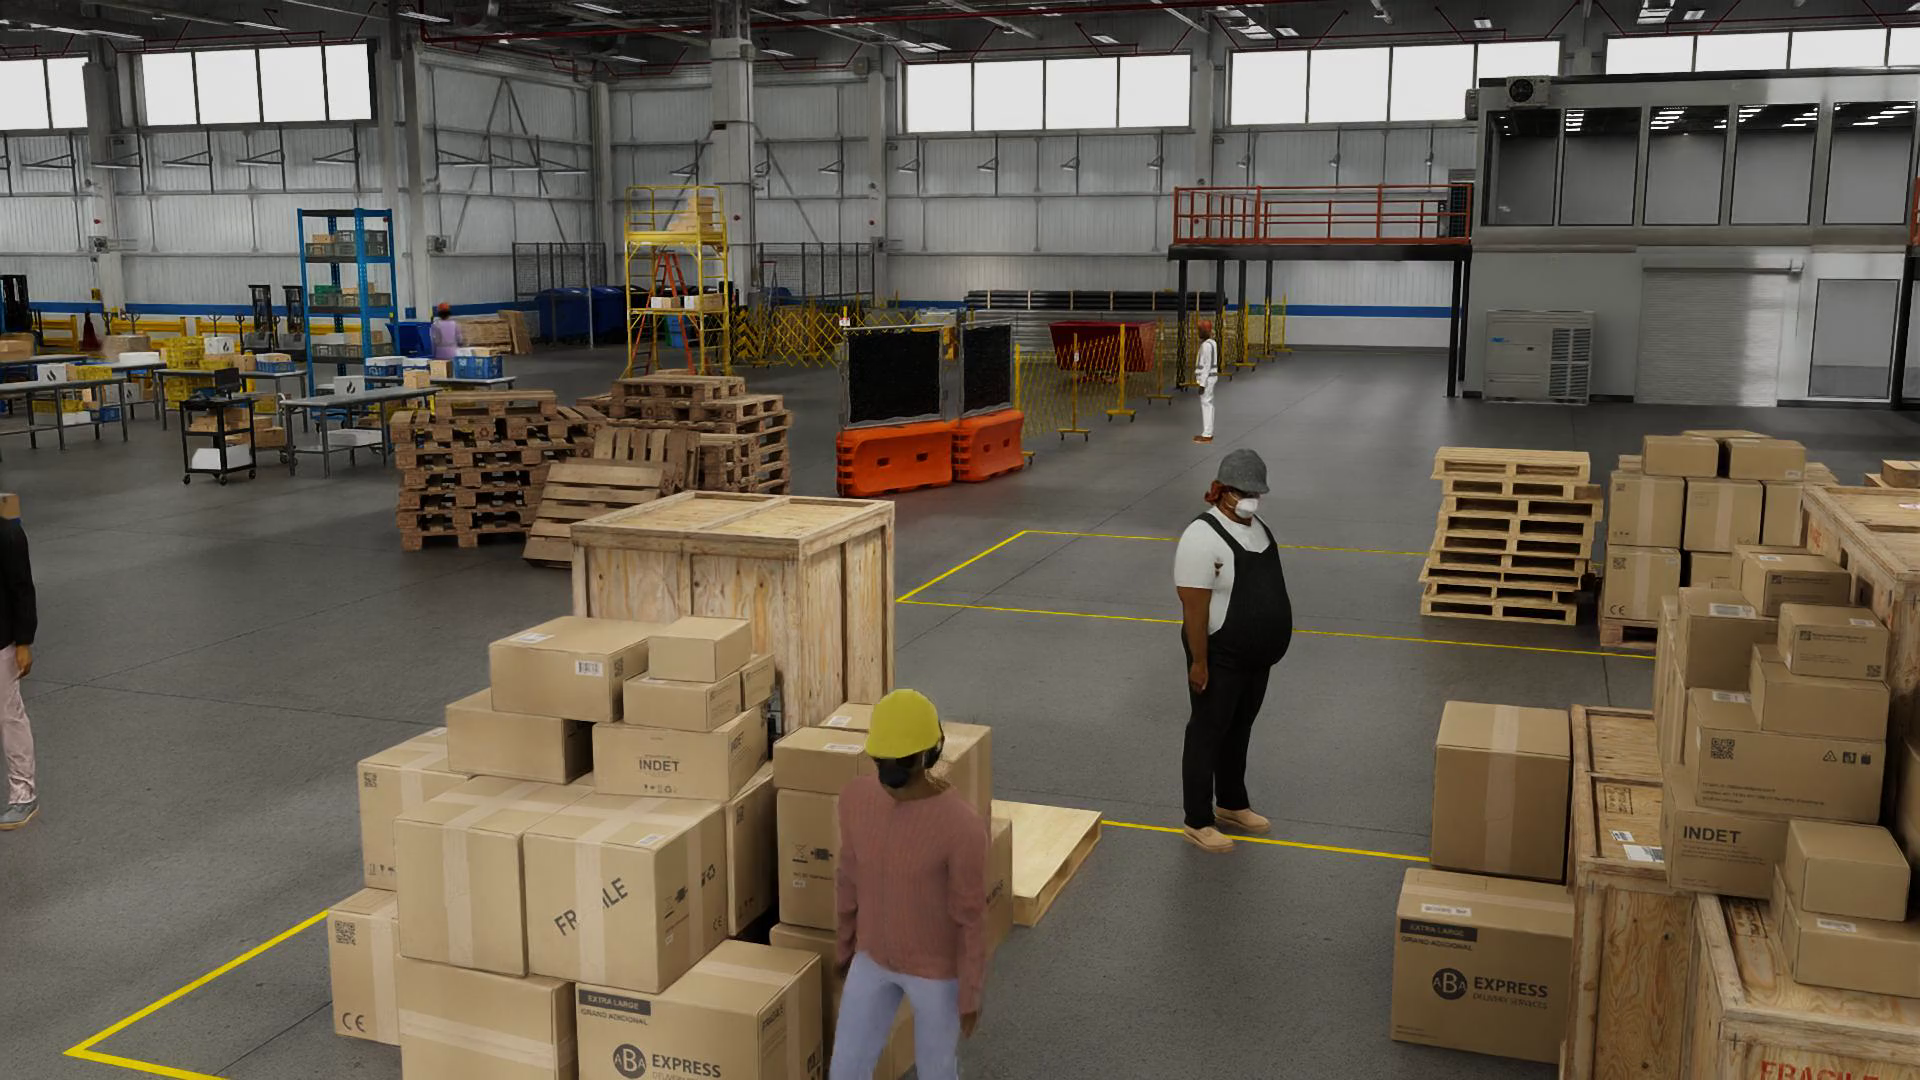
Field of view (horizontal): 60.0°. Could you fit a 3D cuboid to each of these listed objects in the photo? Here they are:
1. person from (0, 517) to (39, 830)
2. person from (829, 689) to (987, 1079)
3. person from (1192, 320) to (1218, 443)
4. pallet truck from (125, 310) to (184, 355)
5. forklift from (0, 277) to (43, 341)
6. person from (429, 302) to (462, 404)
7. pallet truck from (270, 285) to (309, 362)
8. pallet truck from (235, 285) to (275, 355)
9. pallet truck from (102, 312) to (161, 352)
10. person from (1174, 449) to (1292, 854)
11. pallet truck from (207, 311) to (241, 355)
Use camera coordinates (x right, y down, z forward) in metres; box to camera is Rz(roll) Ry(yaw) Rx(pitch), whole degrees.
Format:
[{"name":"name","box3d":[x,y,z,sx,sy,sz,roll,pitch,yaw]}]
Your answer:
[{"name":"person","box3d":[-5.114,0.521,8.631,0.622,1.993,0.382,1,10,4]},{"name":"person","box3d":[-0.182,1.292,4.966,0.560,1.743,0.557,5,11,28]},{"name":"person","box3d":[3.771,-2.427,25.543,0.356,1.887,0.573,3,10,16]},{"name":"pallet truck","box3d":[-22.038,-5.665,45.457,0.704,1.261,1.522,3,11,17]},{"name":"forklift","box3d":[-27.151,-6.329,46.328,1.157,1.987,2.680,3,11,17]},{"name":"person","box3d":[-9.423,-3.355,30.521,0.626,1.987,1.069,-7,12,-35]},{"name":"pallet truck","box3d":[-17.147,-5.700,43.663,0.823,1.965,1.885,3,11,17]},{"name":"pallet truck","box3d":[-18.327,-5.835,44.421,0.823,1.965,1.885,4,11,23]},{"name":"pallet truck","box3d":[-23.057,-5.777,46.261,0.680,1.201,1.601,3,11,19]},{"name":"person","box3d":[1.408,0.539,8.405,0.536,2.000,0.688,8,13,39]},{"name":"pallet truck","box3d":[-19.537,-5.575,44.913,0.653,1.274,1.630,3,11,19]}]
